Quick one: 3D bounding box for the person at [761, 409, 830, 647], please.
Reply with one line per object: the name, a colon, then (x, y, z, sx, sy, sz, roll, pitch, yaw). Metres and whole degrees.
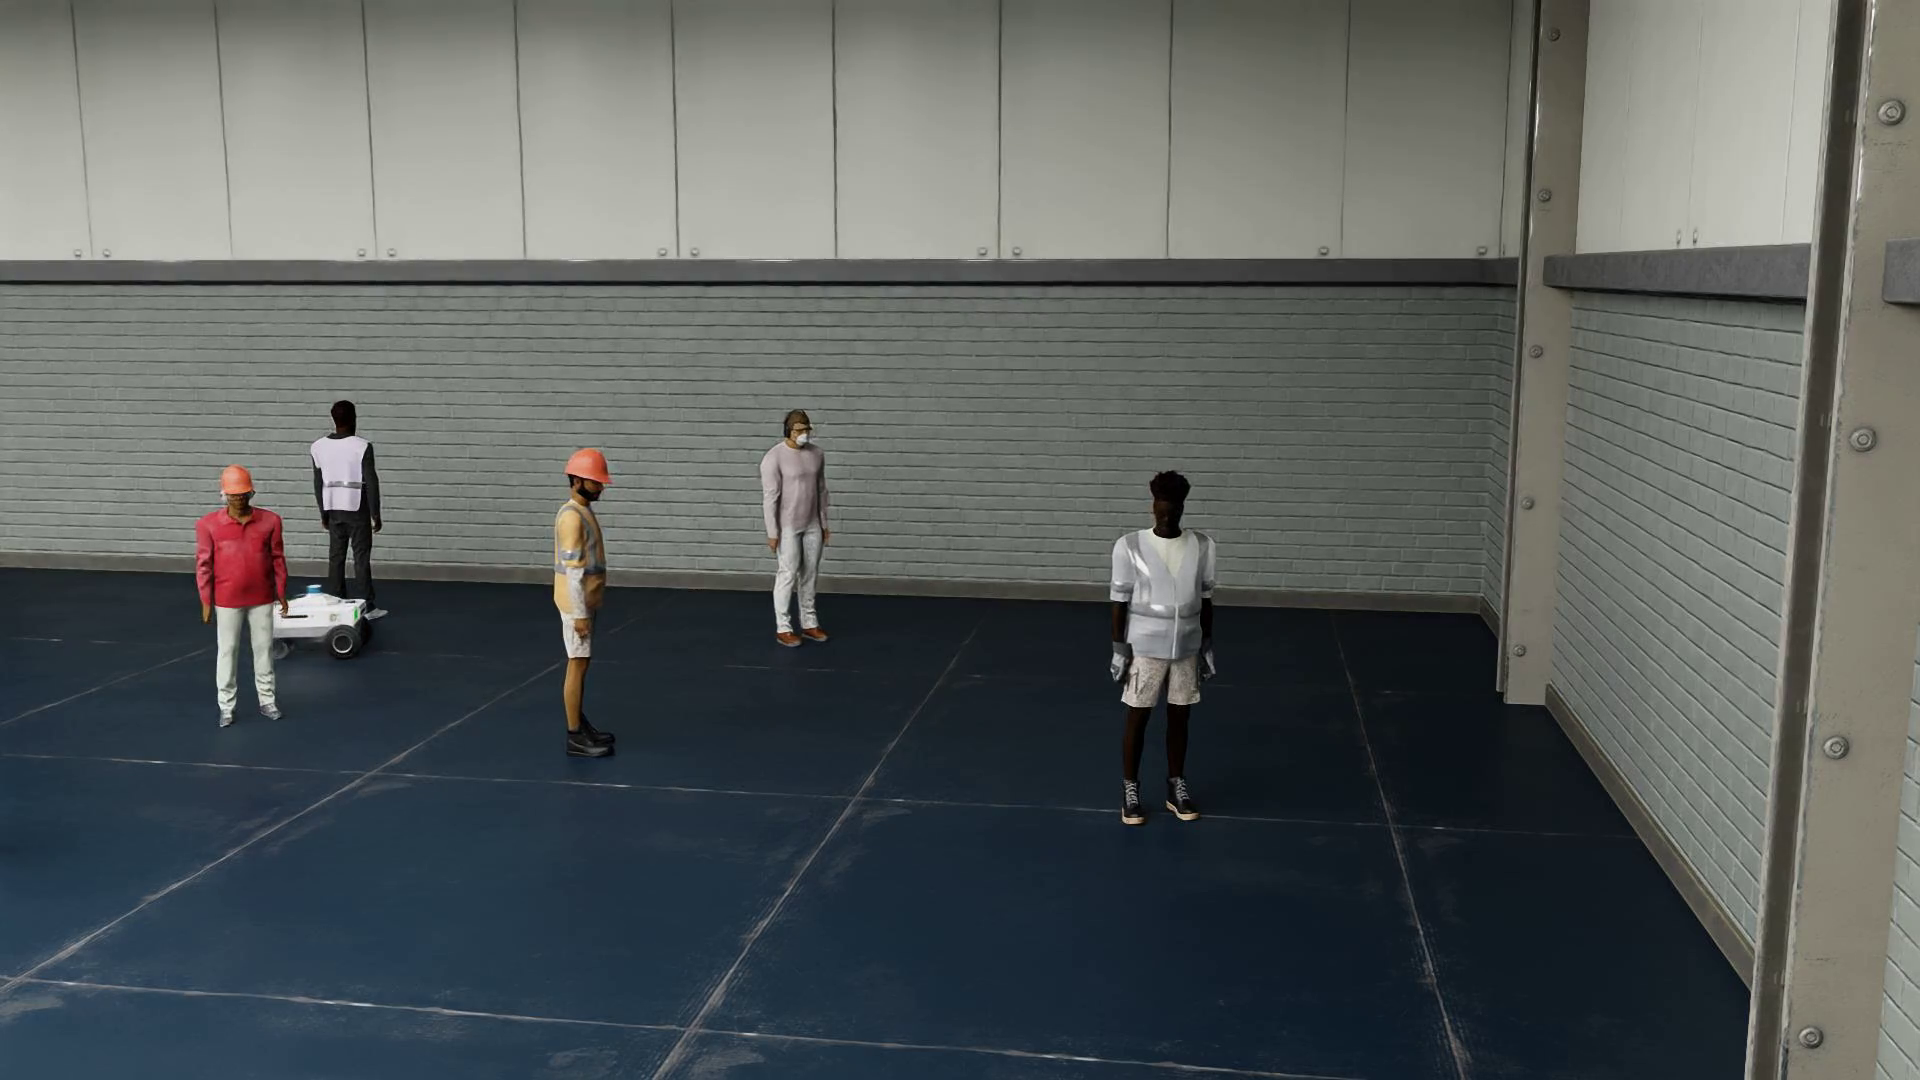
person: (-1.324, -0.101, 13.477, 0.377, 1.929, 0.634, 8, 12, 42)

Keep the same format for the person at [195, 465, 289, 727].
person: (-4.788, 0.364, 11.132, 0.573, 1.749, 0.343, -6, 11, -34)

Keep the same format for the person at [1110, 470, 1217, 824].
person: (1.124, 0.587, 9.125, 0.614, 1.956, 0.385, -2, 9, -13)

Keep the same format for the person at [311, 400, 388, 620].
person: (-5.302, -0.249, 14.410, 0.593, 1.920, 0.391, 2, 9, 10)

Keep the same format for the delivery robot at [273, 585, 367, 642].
delivery robot: (-5.066, 0.596, 13.101, 0.707, 0.478, 0.477, -1, 9, -8)

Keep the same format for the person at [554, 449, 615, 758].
person: (-2.345, 0.390, 10.443, 0.385, 1.928, 0.546, -1, 9, -7)
